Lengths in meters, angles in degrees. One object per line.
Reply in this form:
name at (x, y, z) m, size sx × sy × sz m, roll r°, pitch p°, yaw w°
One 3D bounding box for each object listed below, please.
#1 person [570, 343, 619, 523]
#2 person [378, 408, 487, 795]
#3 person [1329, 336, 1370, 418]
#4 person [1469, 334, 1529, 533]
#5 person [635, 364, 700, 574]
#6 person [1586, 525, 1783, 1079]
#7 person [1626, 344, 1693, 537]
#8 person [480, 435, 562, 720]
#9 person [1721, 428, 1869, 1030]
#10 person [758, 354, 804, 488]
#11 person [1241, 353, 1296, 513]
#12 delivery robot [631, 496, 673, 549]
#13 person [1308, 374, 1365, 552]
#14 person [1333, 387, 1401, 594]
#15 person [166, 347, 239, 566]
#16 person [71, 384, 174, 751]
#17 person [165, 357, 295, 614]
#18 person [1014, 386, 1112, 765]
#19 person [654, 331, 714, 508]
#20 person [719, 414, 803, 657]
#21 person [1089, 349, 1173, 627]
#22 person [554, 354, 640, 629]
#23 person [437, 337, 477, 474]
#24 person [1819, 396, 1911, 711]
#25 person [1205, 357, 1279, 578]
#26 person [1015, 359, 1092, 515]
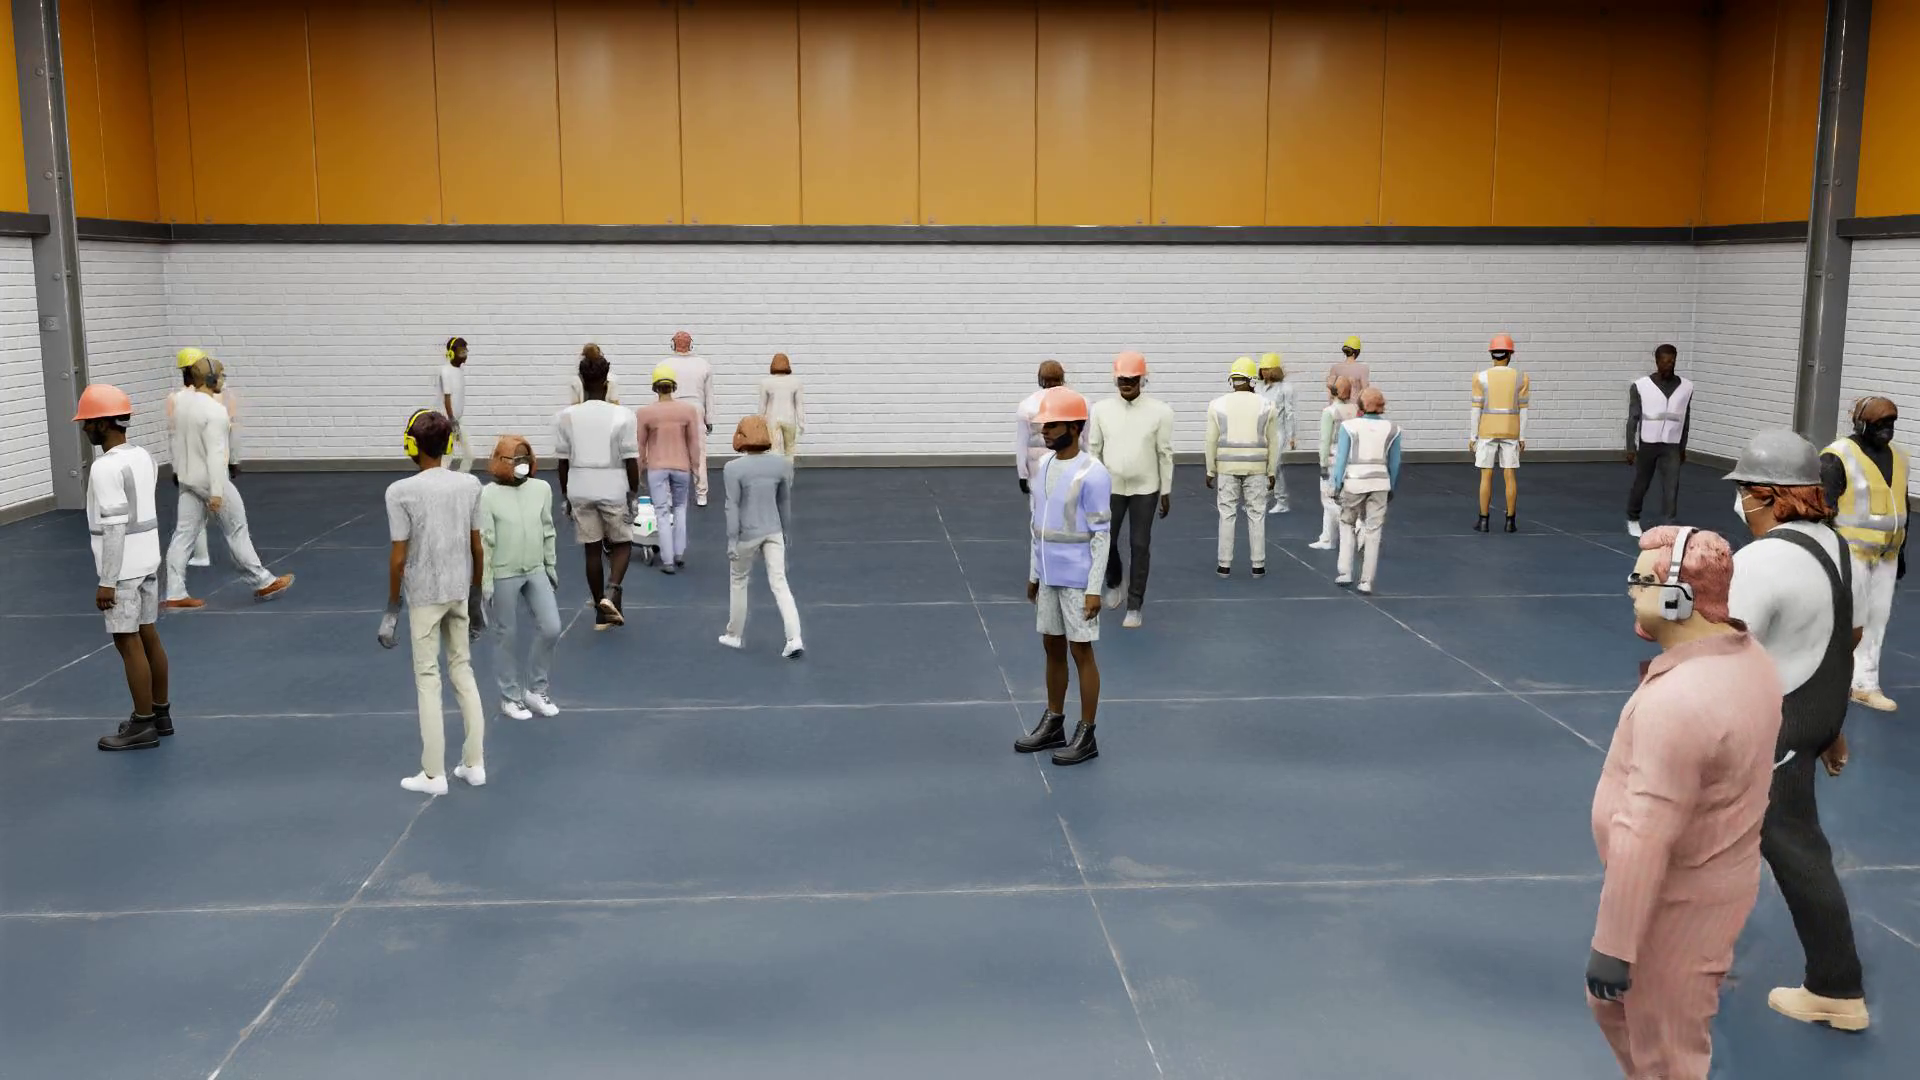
person at (-3.642, -1.066, 16.722) m, size 0.551 × 1.824 × 0.447 m, roll 1°, pitch 9°, yaw 6°
person at (-2.529, 0.298, 8.024) m, size 0.330 × 1.871 × 0.523 m, roll 7°, pitch 12°, yaw 39°
person at (4.715, -1.577, 20.118) m, size 0.523 × 1.769 × 0.319 m, roll 7°, pitch 12°, yaw 39°
person at (5.225, -1.030, 16.174) m, size 0.547 × 1.929 × 0.385 m, roll 2°, pitch 9°, yaw 10°
person at (-2.486, -0.602, 14.025) m, size 0.546 × 1.747 × 0.594 m, roll -3°, pitch 10°, yaw -21°
person at (1.752, 0.901, 4.155) m, size 0.435 × 1.890 × 0.675 m, roll 7°, pitch 11°, yaw 36°
person at (6.521, -0.907, 15.587) m, size 0.608 × 1.876 × 0.987 m, roll 0°, pitch 9°, yaw 2°
person at (-2.442, 0.219, 9.283) m, size 0.534 × 1.616 × 0.458 m, roll -9°, pitch 13°, yaw -44°
person at (2.736, 0.576, 5.740) m, size 0.688 × 2.000 × 1.035 m, roll -9°, pitch 13°, yaw -43°
person at (-2.078, -1.351, 19.248) m, size 0.519 × 1.592 × 0.772 m, roll -2°, pitch 9°, yaw -13°
person at (3.179, -1.080, 17.224) m, size 0.923 × 1.690 × 0.512 m, roll -8°, pitch 12°, yaw -41°
delivery robot at (-2.762, -0.138, 14.582) m, size 0.477 × 0.478 × 0.707 m, roll -8°, pitch 12°, yaw -41°
person at (3.437, -0.677, 14.933) m, size 0.644 × 1.622 × 0.520 m, roll 9°, pitch 13°, yaw 44°
person at (3.204, -0.401, 13.173) m, size 0.543 × 1.613 × 0.605 m, roll 0°, pitch 9°, yaw 0°
person at (-6.381, -0.687, 14.137) m, size 0.700 × 1.902 × 0.607 m, roll 7°, pitch 11°, yaw 37°
person at (-4.435, 0.144, 8.782) m, size 0.372 × 1.933 × 0.552 m, roll -1°, pitch 9°, yaw -5°
person at (-5.572, -0.425, 12.486) m, size 0.648 × 1.883 × 1.007 m, roll 6°, pitch 11°, yaw 34°
person at (0.531, 0.182, 8.534) m, size 0.371 × 1.939 × 0.543 m, roll -6°, pitch 11°, yaw -34°
person at (-2.973, -1.292, 17.889) m, size 0.655 × 1.906 × 0.407 m, roll -4°, pitch 10°, yaw -23°
person at (-1.307, -0.031, 10.949) m, size 0.517 × 1.593 × 0.851 m, roll -7°, pitch 11°, yaw -36°
person at (1.217, -0.376, 11.916) m, size 0.629 × 1.979 × 0.522 m, roll 2°, pitch 9°, yaw 14°
person at (-2.537, -0.321, 11.657) m, size 0.602 × 1.948 × 0.470 m, roll 0°, pitch 9°, yaw 1°
person at (-5.490, -1.286, 18.061) m, size 0.564 × 1.833 × 0.530 m, roll 2°, pitch 9°, yaw 10°
person at (5.180, 0.062, 9.676) m, size 0.635 × 1.826 × 0.575 m, roll -3°, pitch 10°, yaw -21°
person at (2.324, -0.592, 13.738) m, size 0.595 × 1.826 × 0.403 m, roll 1°, pitch 9°, yaw 8°
person at (0.768, -0.559, 13.551) m, size 0.639 × 1.821 × 0.627 m, roll 0°, pitch 9°, yaw -1°
